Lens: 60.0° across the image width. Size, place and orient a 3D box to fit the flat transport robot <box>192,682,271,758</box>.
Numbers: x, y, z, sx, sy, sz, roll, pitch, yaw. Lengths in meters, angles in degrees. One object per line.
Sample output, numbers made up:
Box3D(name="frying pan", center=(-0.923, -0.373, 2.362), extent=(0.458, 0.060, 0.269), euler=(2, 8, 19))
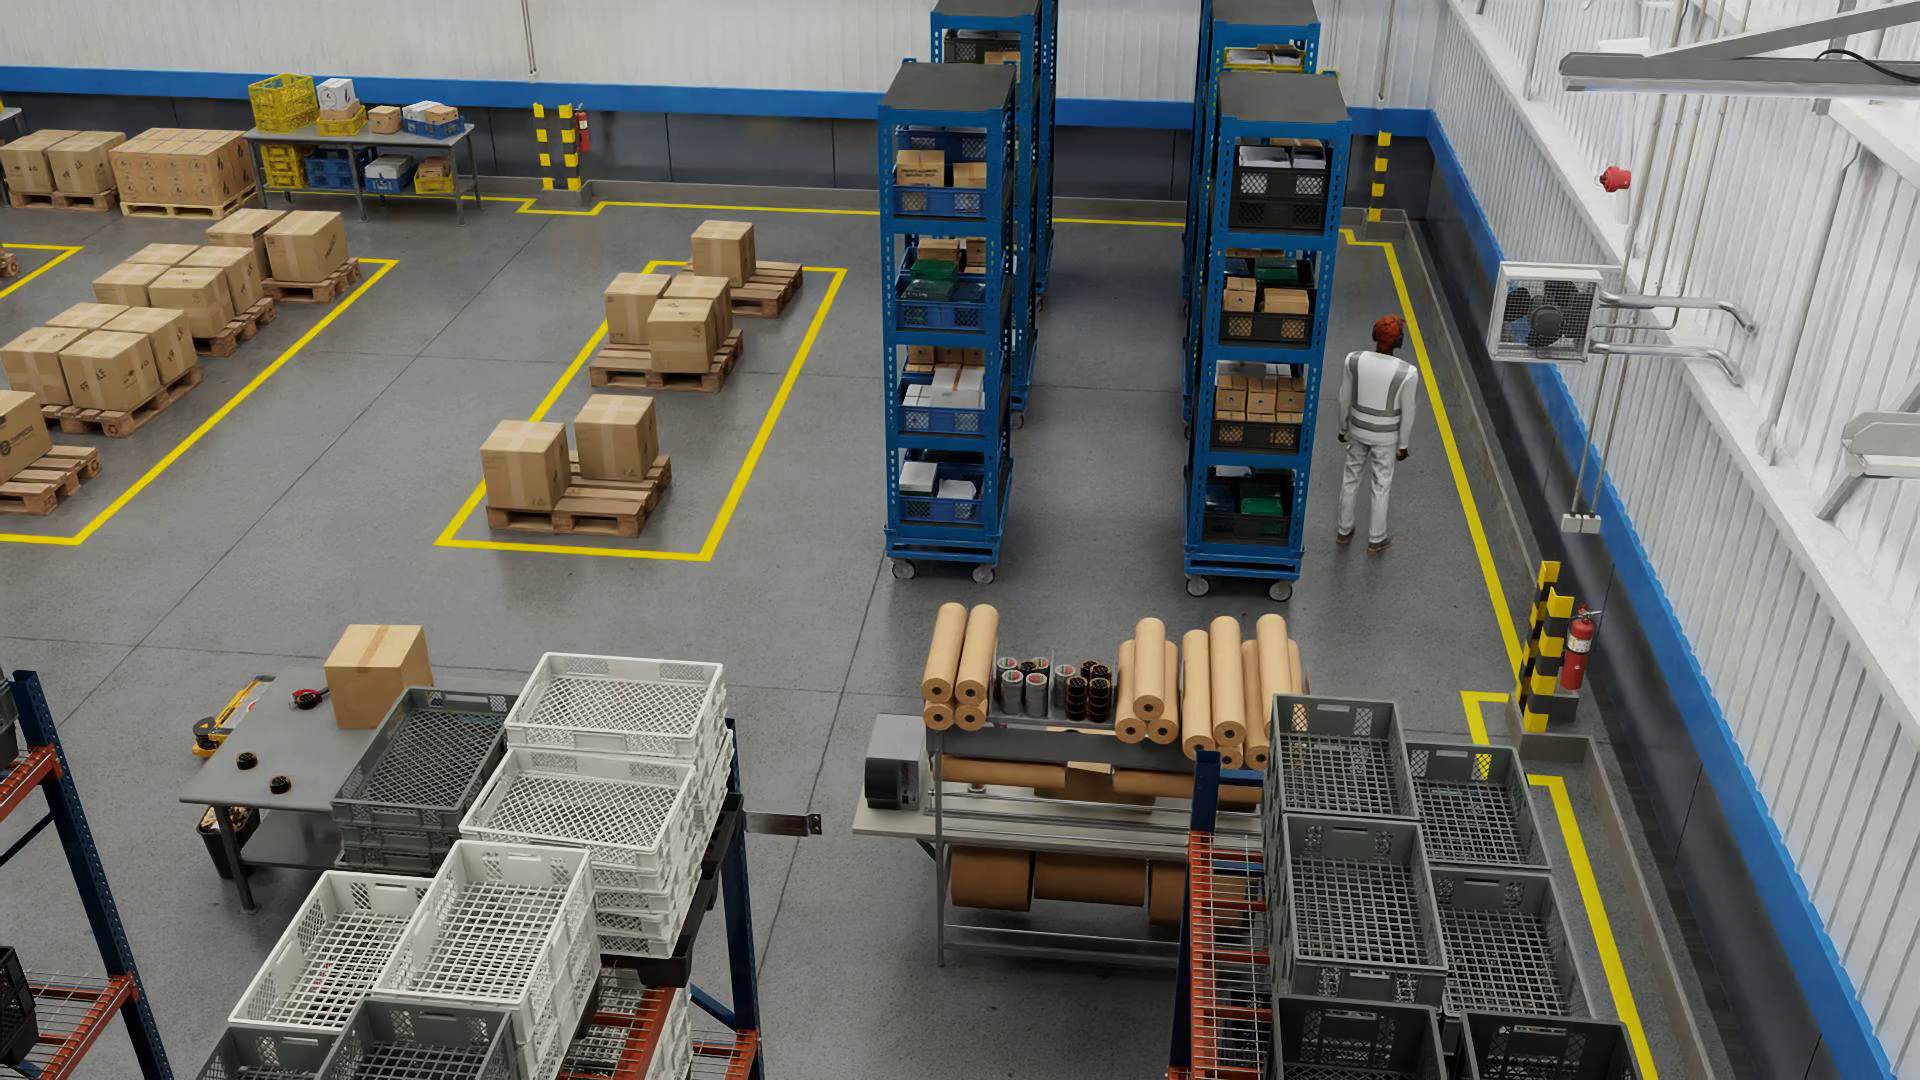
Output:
Box3D(name="flat transport robot", center=(-4.089, 1.163, 10.648), extent=(1.431, 0.197, 0.652), euler=(3, 30, 6))

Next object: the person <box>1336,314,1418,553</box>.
Box3D(name="person", center=(3.090, -0.790, 12.426), extent=(0.573, 1.882, 0.360), euler=(19, 35, 30))
